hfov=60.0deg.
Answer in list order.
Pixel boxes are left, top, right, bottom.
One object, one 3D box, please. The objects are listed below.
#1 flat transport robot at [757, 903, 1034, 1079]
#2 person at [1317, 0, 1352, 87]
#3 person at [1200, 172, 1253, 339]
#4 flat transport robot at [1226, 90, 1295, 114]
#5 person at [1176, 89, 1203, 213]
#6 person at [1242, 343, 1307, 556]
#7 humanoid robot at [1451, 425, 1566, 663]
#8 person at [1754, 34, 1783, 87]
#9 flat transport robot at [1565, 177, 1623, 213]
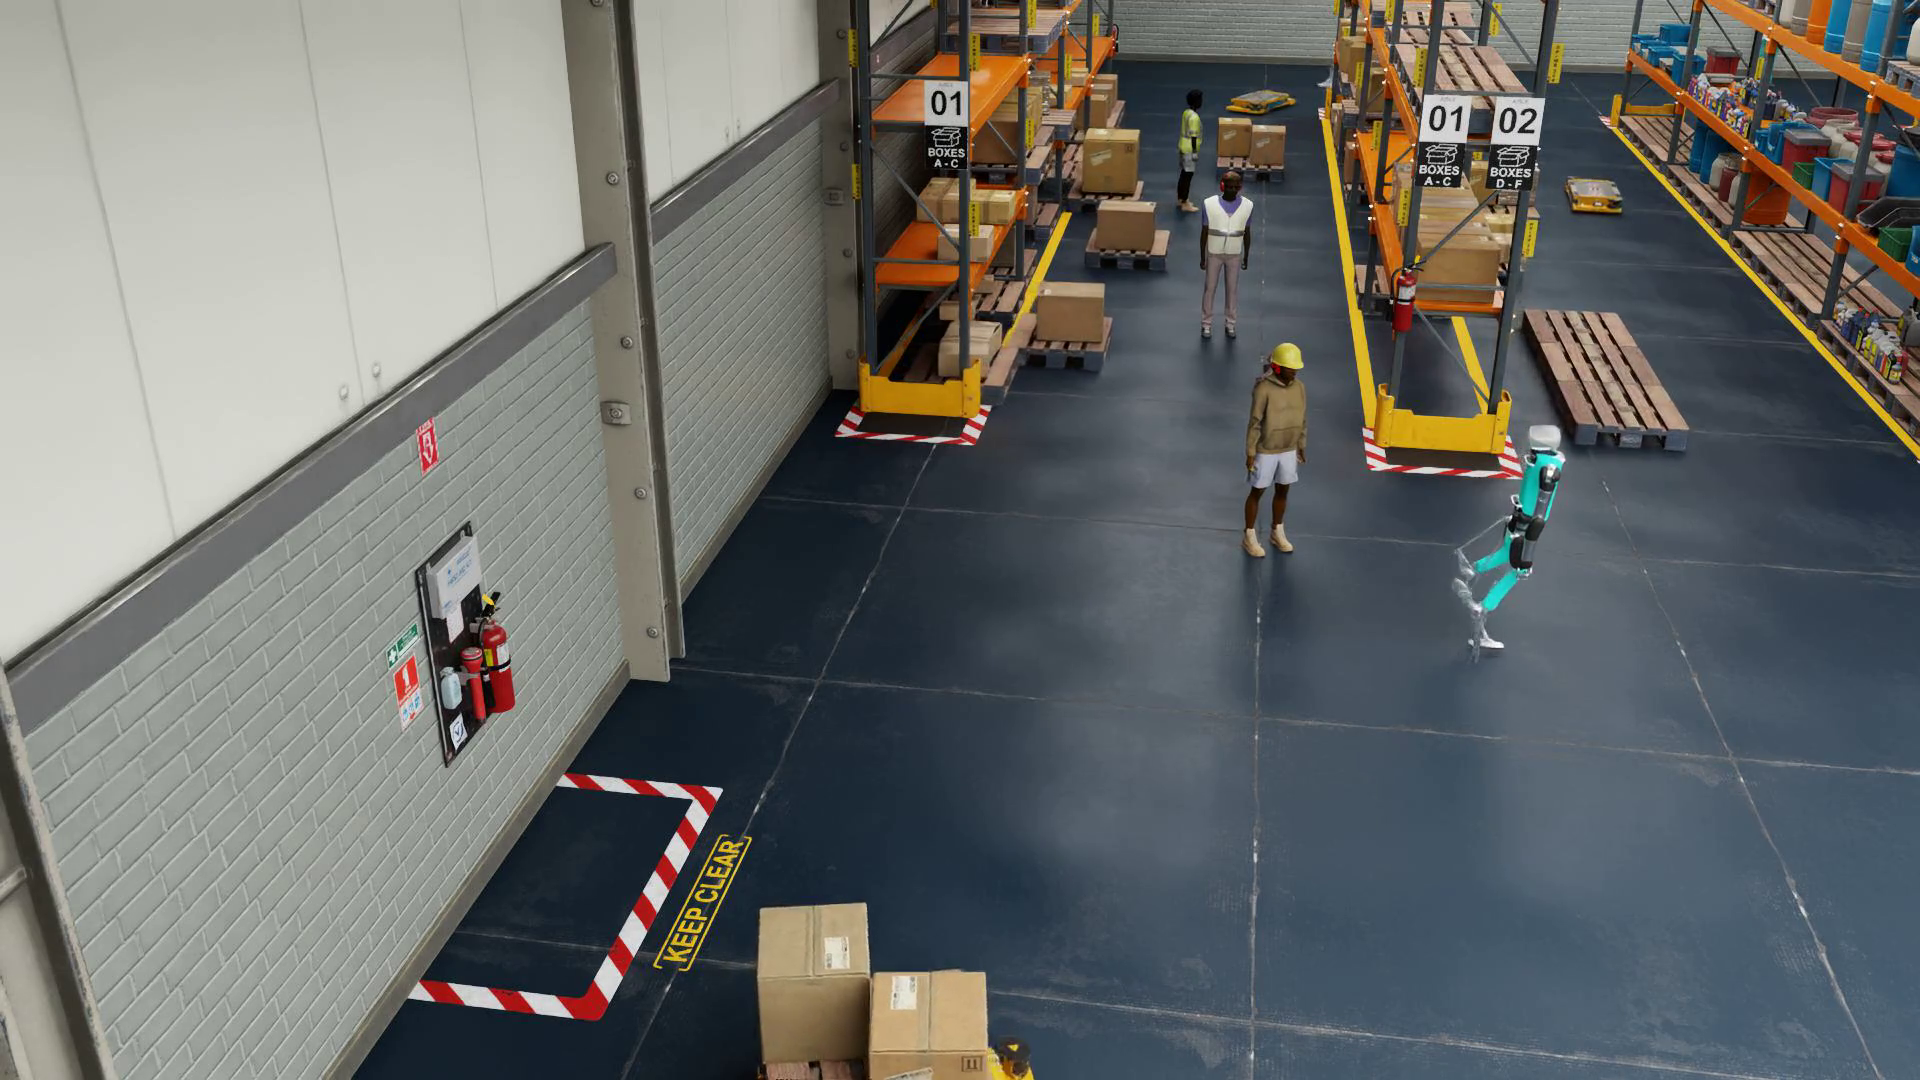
[{"bbox_3d":[-0.332,2.660,7.665,1.431,0.231,0.659,-4,25,-9],"label":"flat transport robot"},{"bbox_3d":[7.478,-9.632,32.139,0.946,1.822,0.528,12,27,23],"label":"person"},{"bbox_3d":[2.891,-3.120,18.188,0.559,1.836,0.388,-1,25,-3],"label":"person"},{"bbox_3d":[5.540,-8.048,30.584,0.659,0.231,1.431,19,31,34],"label":"flat transport robot"},{"bbox_3d":[3.242,-5.483,23.403,0.317,1.695,0.539,-2,25,-5],"label":"person"},{"bbox_3d":[2.492,-0.732,13.170,0.544,1.756,0.413,-9,27,-19],"label":"person"},{"bbox_3d":[3.714,0.093,11.566,0.718,1.905,0.548,4,25,9],"label":"humanoid robot"},{"bbox_3d":[15.839,-9.757,32.472,0.312,1.768,0.524,-18,31,-34],"label":"person"},{"bbox_3d":[9.140,-4.975,24.006,0.659,0.231,1.431,6,26,13],"label":"flat transport robot"}]
